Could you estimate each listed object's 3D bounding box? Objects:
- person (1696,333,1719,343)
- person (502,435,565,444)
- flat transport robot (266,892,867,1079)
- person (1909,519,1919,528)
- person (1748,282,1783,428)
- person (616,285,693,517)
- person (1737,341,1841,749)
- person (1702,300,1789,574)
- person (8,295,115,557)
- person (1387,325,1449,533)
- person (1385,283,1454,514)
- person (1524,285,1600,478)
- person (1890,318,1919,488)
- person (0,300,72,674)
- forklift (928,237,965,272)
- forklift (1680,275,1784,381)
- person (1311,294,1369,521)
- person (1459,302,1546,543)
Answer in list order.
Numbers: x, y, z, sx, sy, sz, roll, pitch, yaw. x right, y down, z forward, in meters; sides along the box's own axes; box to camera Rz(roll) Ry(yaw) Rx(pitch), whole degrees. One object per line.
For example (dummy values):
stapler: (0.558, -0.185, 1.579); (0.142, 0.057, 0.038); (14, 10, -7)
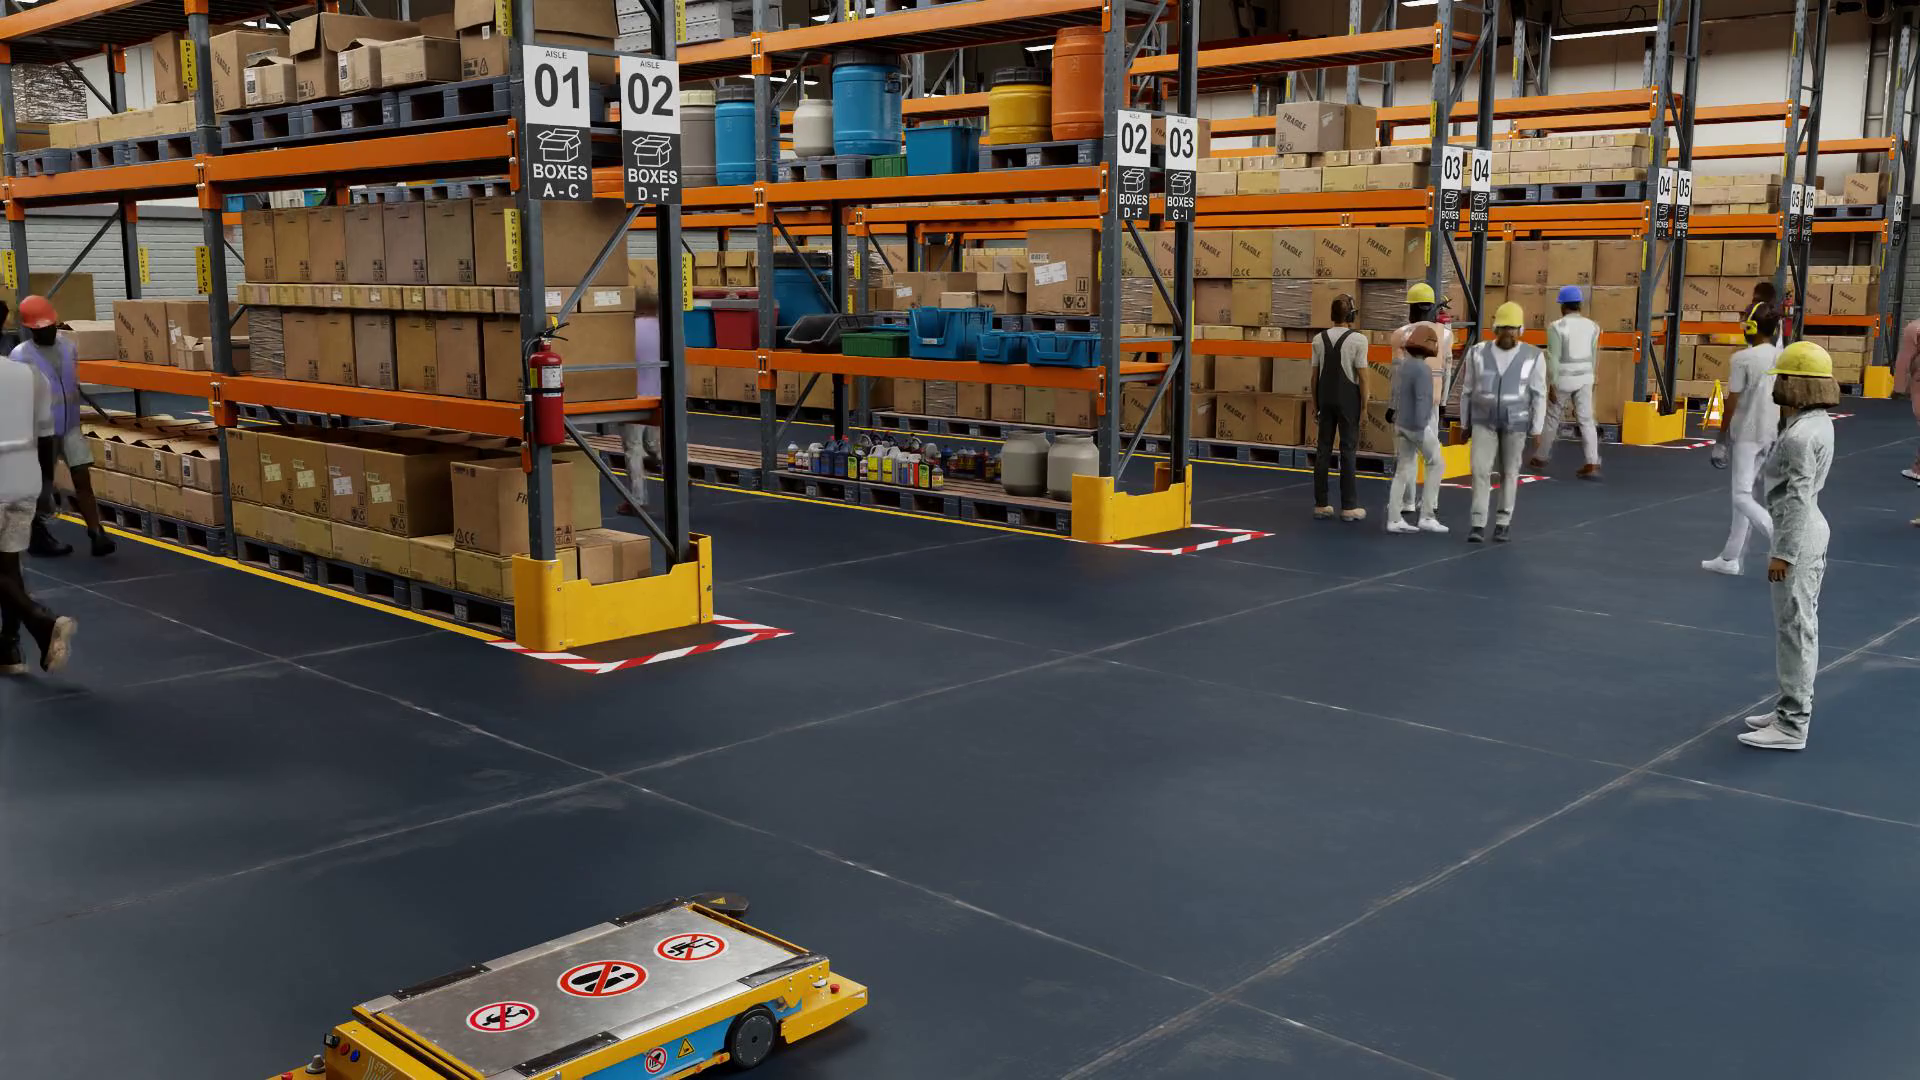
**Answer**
person: (11.386, -2.922, 25.488); (0.915, 1.636, 0.527); (7, 12, 38)
person: (-3.199, -0.782, 12.419); (0.499, 1.633, 0.285); (-5, 11, -30)
flat transport robot: (-0.980, 1.246, 4.283); (0.652, 0.197, 1.431); (9, 13, 43)
person: (8.010, -0.903, 13.067); (0.838, 1.658, 0.540); (2, 9, 11)
person: (9.041, -1.946, 18.738); (0.463, 1.901, 0.613); (1, 9, 8)
person: (-2.574, -1.140, 13.742); (0.712, 1.922, 0.641); (7, 11, 35)
person: (3.575, 0.021, 7.165); (0.295, 1.744, 0.485); (6, 11, 32)
person: (5.281, -0.647, 10.970); (0.513, 1.850, 0.815); (-4, 10, -24)
person: (-6.331, -0.784, 11.714); (0.935, 1.865, 0.625); (5, 10, 26)
person: (3.584, -0.857, 12.934); (0.559, 1.609, 0.509); (-1, 9, -8)
person: (3.853, -1.187, 14.007); (0.586, 1.928, 0.369); (-3, 10, -20)
person: (6.067, -1.582, 16.558); (0.626, 1.889, 1.017); (-2, 10, -15)
person: (9.110, -1.441, 15.730); (0.643, 1.869, 0.869); (-1, 9, -9)
person: (-4.755, -0.261, 8.283); (0.732, 1.943, 0.625); (3, 10, 19)
forklift: (-0.326, -5.817, 39.609); (1.129, 2.768, 1.873); (9, 13, 43)
forklift: (12.480, -3.427, 27.053); (1.214, 2.155, 2.313); (9, 13, 43)
person: (3.123, -1.090, 13.667); (0.506, 1.846, 0.345); (8, 12, 39)
person: (4.021, -0.855, 12.371); (0.617, 1.790, 0.839); (4, 10, 21)
